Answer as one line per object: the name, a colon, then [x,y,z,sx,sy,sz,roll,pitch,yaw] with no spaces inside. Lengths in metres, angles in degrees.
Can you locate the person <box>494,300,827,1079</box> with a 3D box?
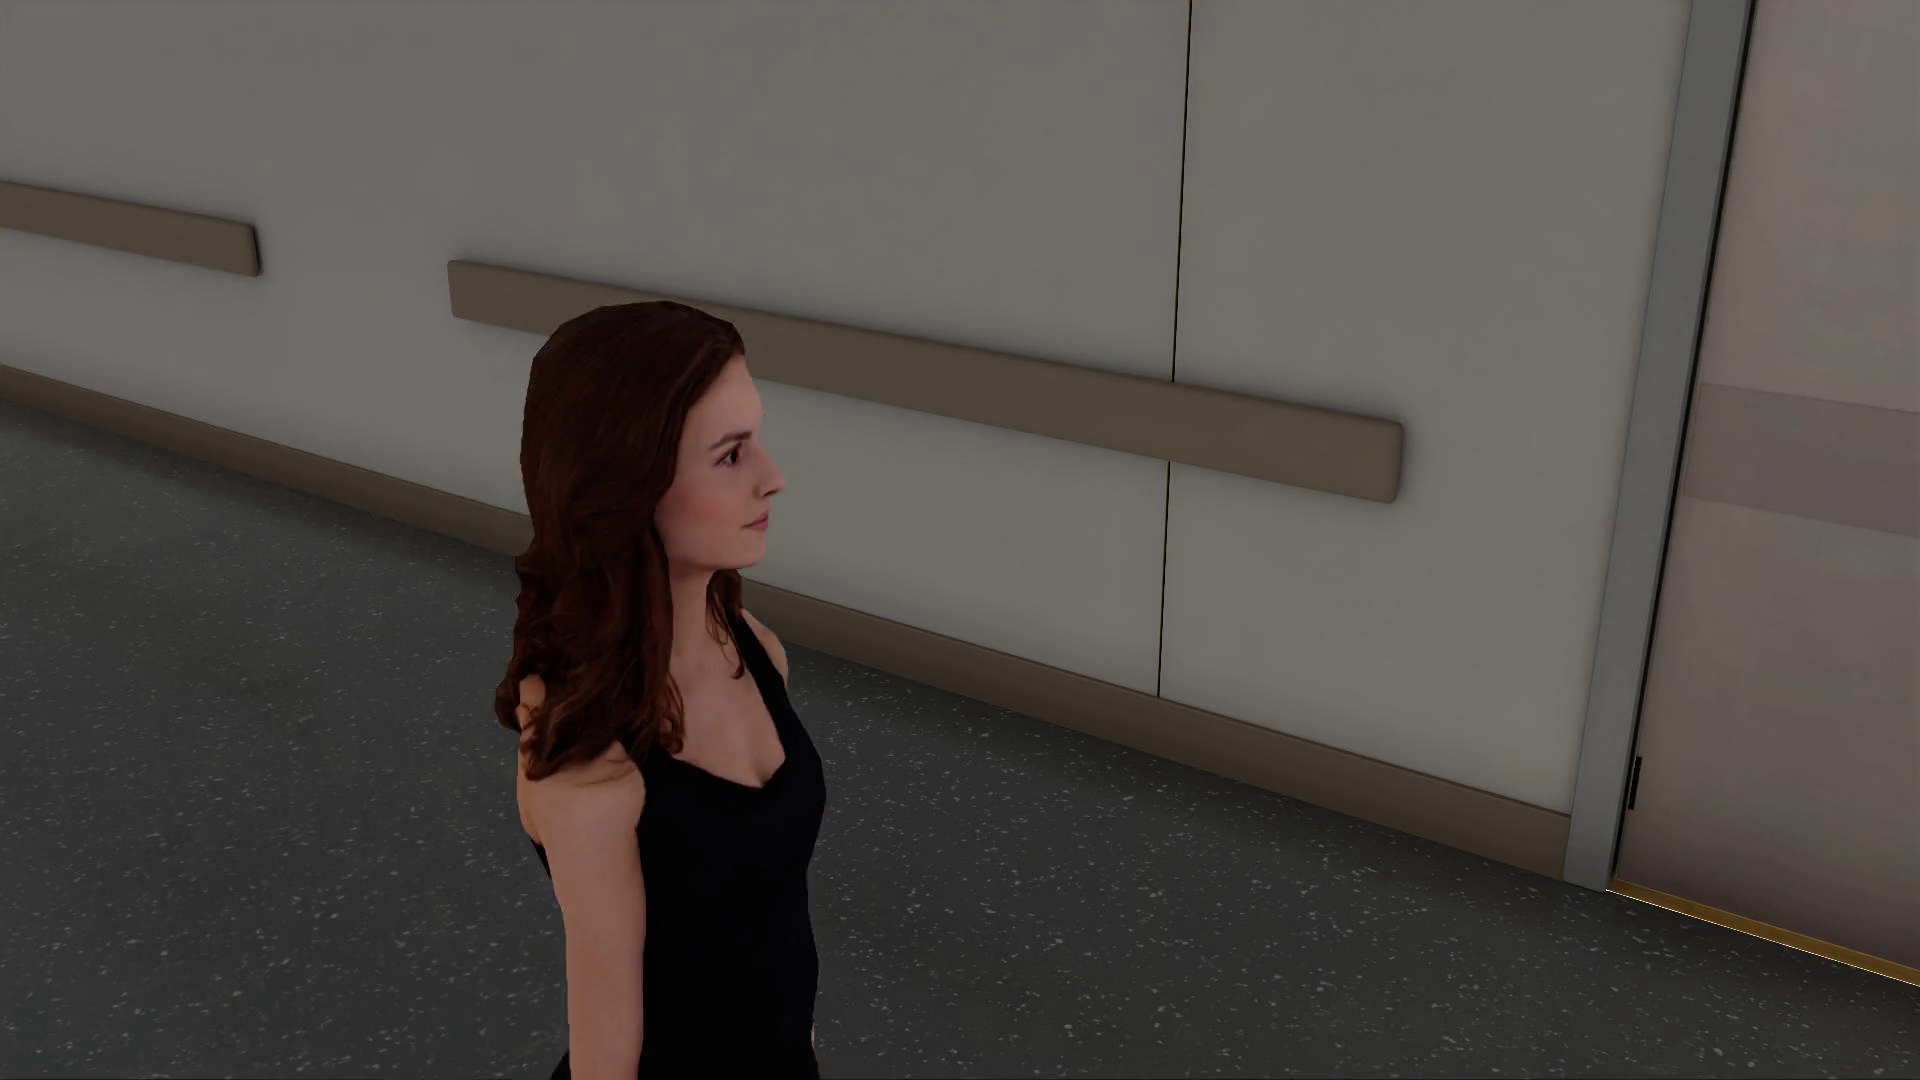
person: [-0.359,0.617,1.711,0.837,1.726,0.969,6,22,15]
